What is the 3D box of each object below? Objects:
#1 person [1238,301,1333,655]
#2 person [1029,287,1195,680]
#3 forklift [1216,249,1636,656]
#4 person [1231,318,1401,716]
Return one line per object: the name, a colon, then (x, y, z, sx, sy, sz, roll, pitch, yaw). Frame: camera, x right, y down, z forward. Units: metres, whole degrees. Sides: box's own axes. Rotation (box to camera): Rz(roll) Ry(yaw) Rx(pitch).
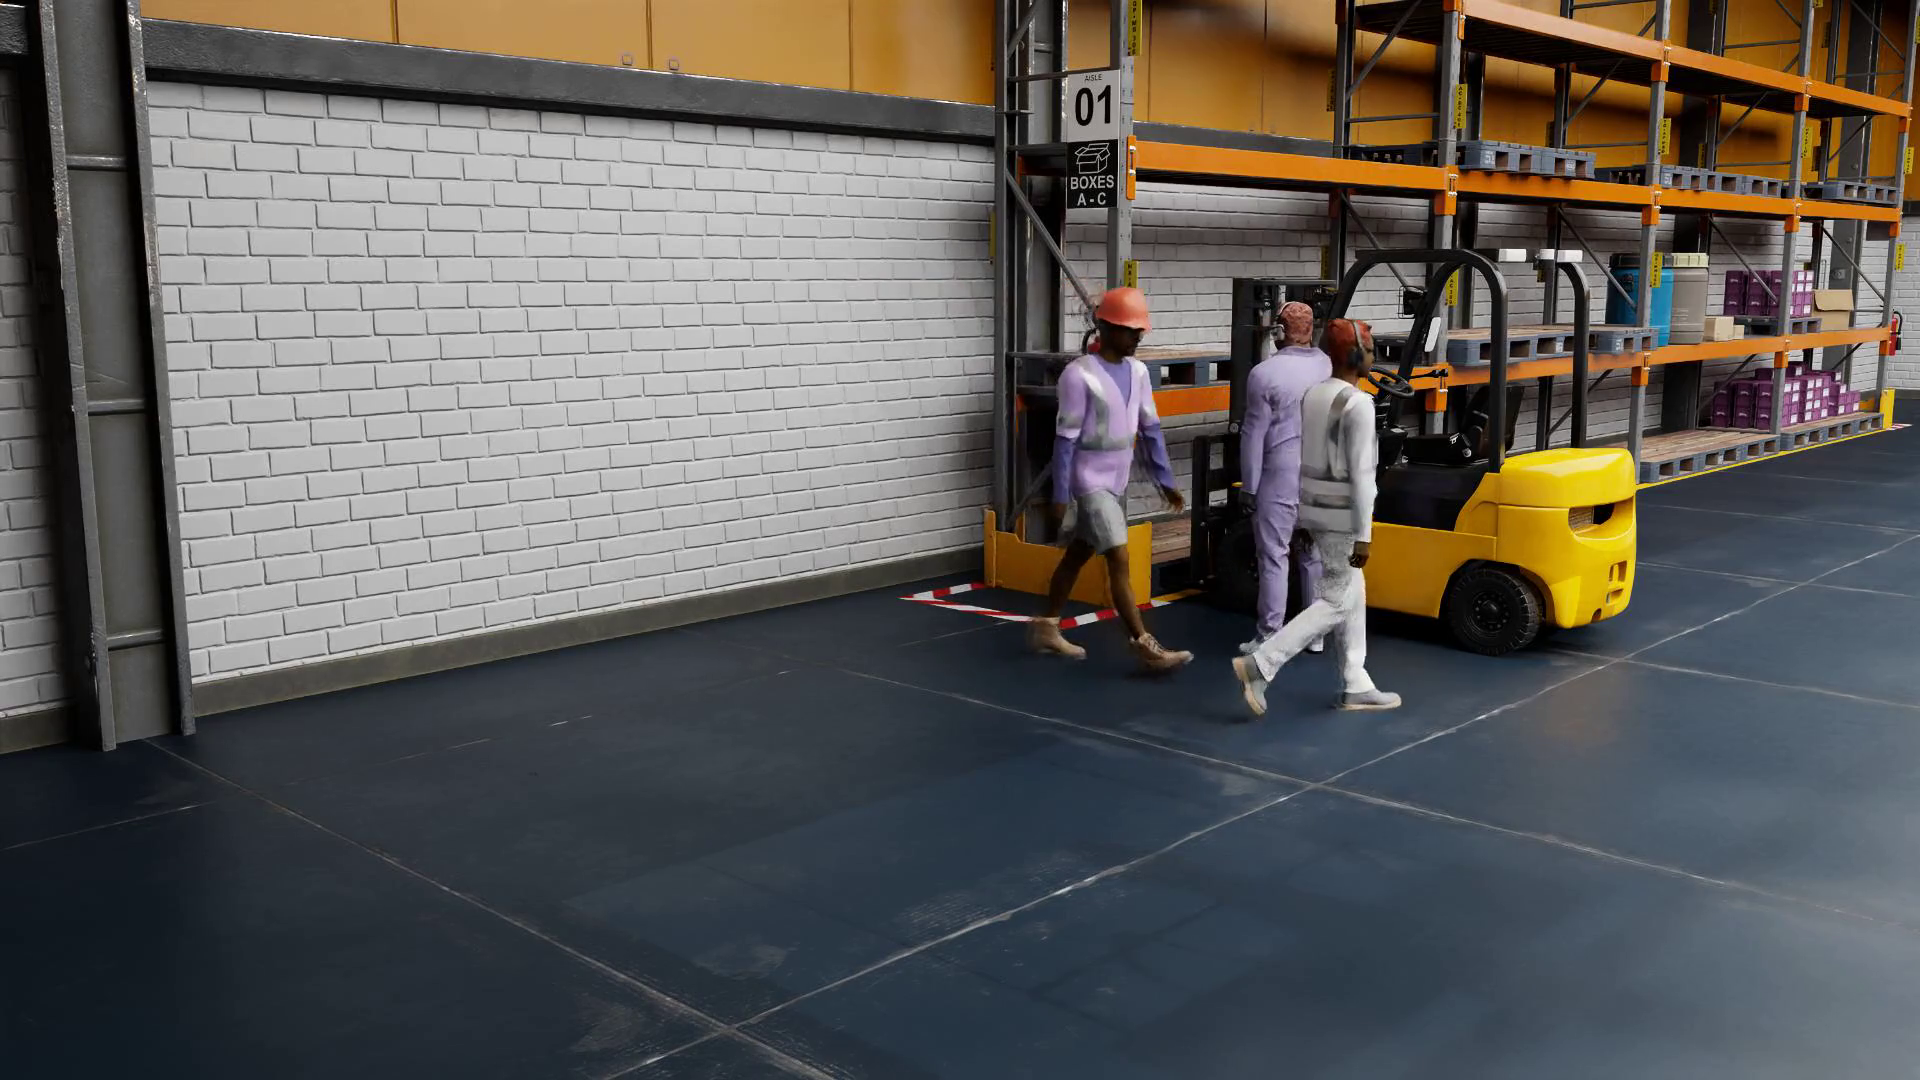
person: (1.757, -0.315, 8.888, 0.637, 1.900, 0.404, -5, 10, -27)
person: (0.770, -0.289, 8.504, 1.069, 1.979, 0.626, 7, 12, 38)
forklift: (2.710, -0.584, 9.626, 2.313, 2.155, 1.214, 9, 13, 43)
person: (1.658, -0.087, 7.638, 0.838, 1.856, 0.583, -2, 9, -13)
